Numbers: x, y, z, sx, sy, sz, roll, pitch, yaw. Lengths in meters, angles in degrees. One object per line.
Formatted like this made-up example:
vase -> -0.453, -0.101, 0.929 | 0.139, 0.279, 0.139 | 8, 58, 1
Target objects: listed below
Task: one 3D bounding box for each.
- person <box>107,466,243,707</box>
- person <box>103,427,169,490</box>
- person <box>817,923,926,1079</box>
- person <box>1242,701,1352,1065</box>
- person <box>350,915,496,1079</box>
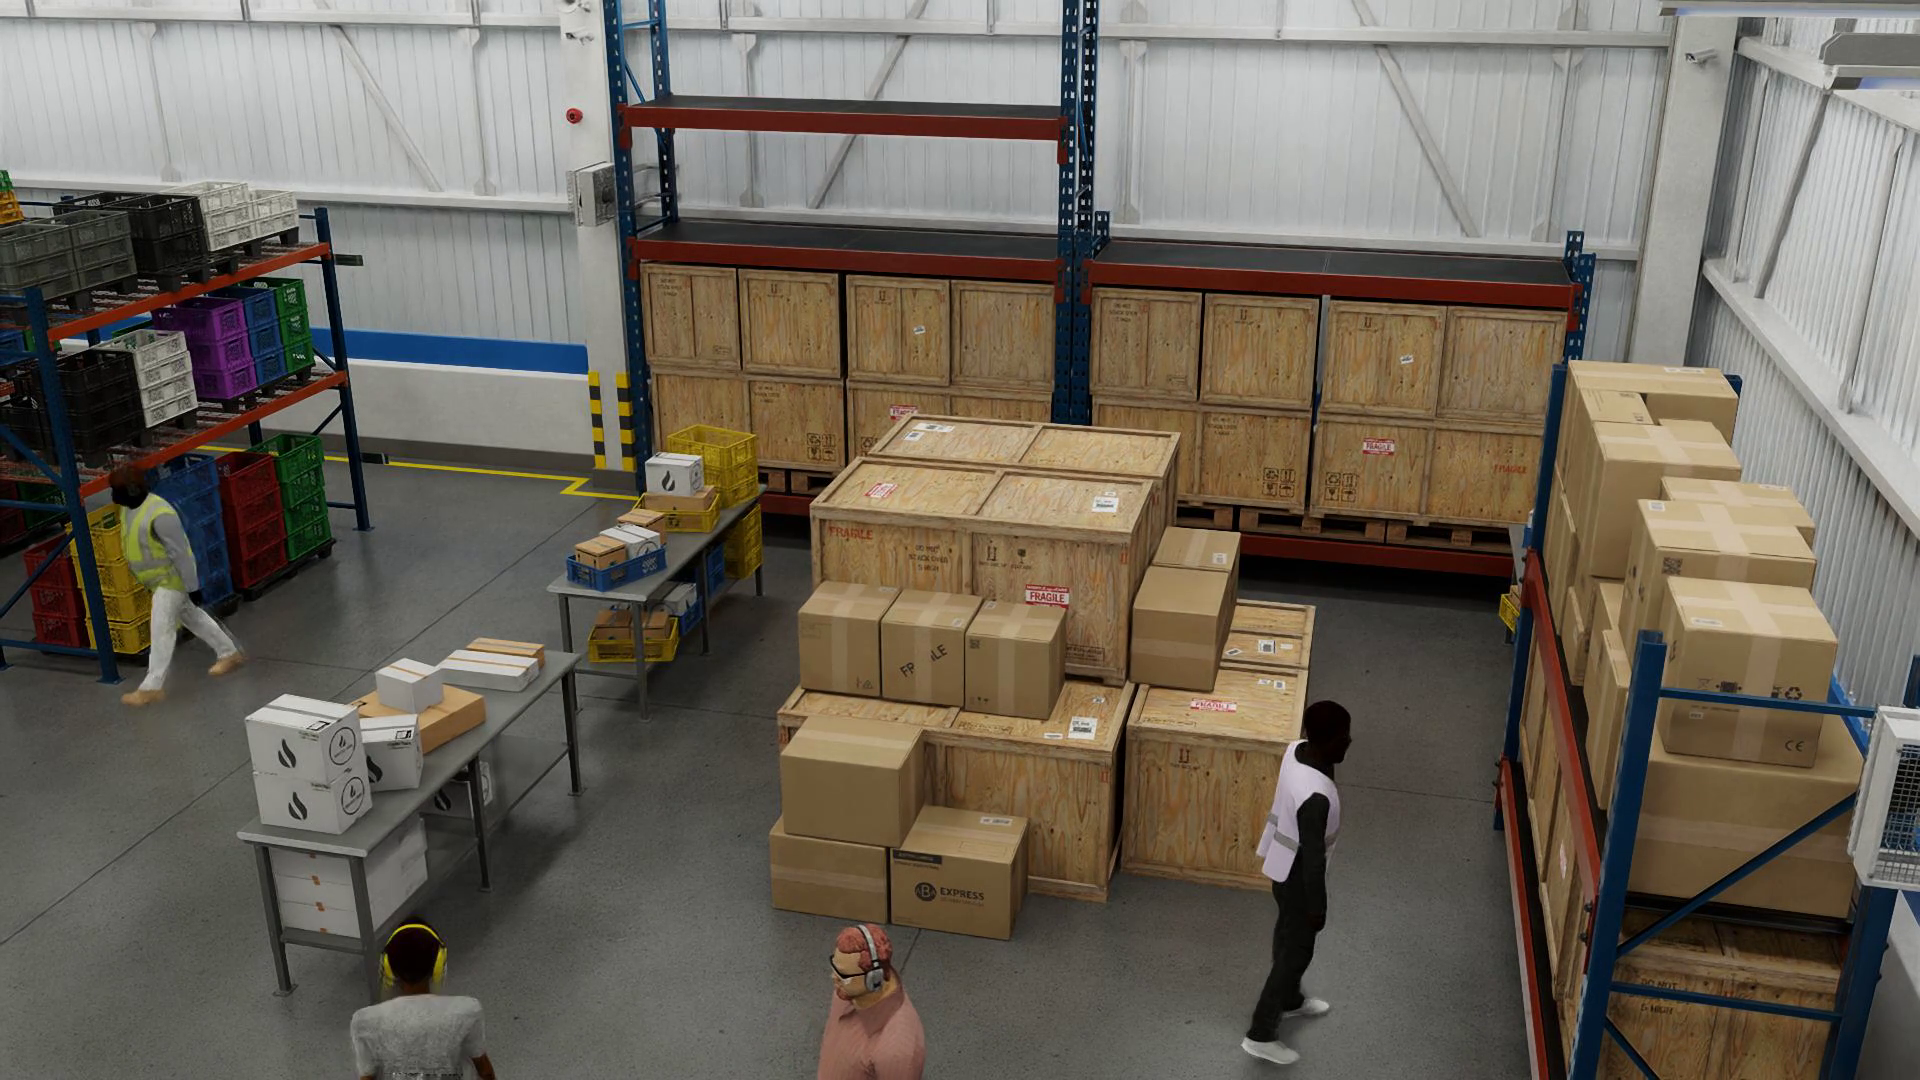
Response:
person -> -5.807, 0.268, 12.224 | 0.935, 1.783, 0.649 | -19, 28, -41
person -> -7.368, -0.793, 14.840 | 0.579, 1.882, 0.342 | -4, 21, -11
person -> -0.362, 2.346, 6.614 | 0.401, 1.901, 0.646 | -7, 22, -17
person -> 1.704, 1.670, 8.371 | 0.467, 1.924, 0.648 | 1, 21, 1
person -> -2.130, 2.325, 6.723 | 0.555, 1.848, 0.582 | -4, 21, -11
